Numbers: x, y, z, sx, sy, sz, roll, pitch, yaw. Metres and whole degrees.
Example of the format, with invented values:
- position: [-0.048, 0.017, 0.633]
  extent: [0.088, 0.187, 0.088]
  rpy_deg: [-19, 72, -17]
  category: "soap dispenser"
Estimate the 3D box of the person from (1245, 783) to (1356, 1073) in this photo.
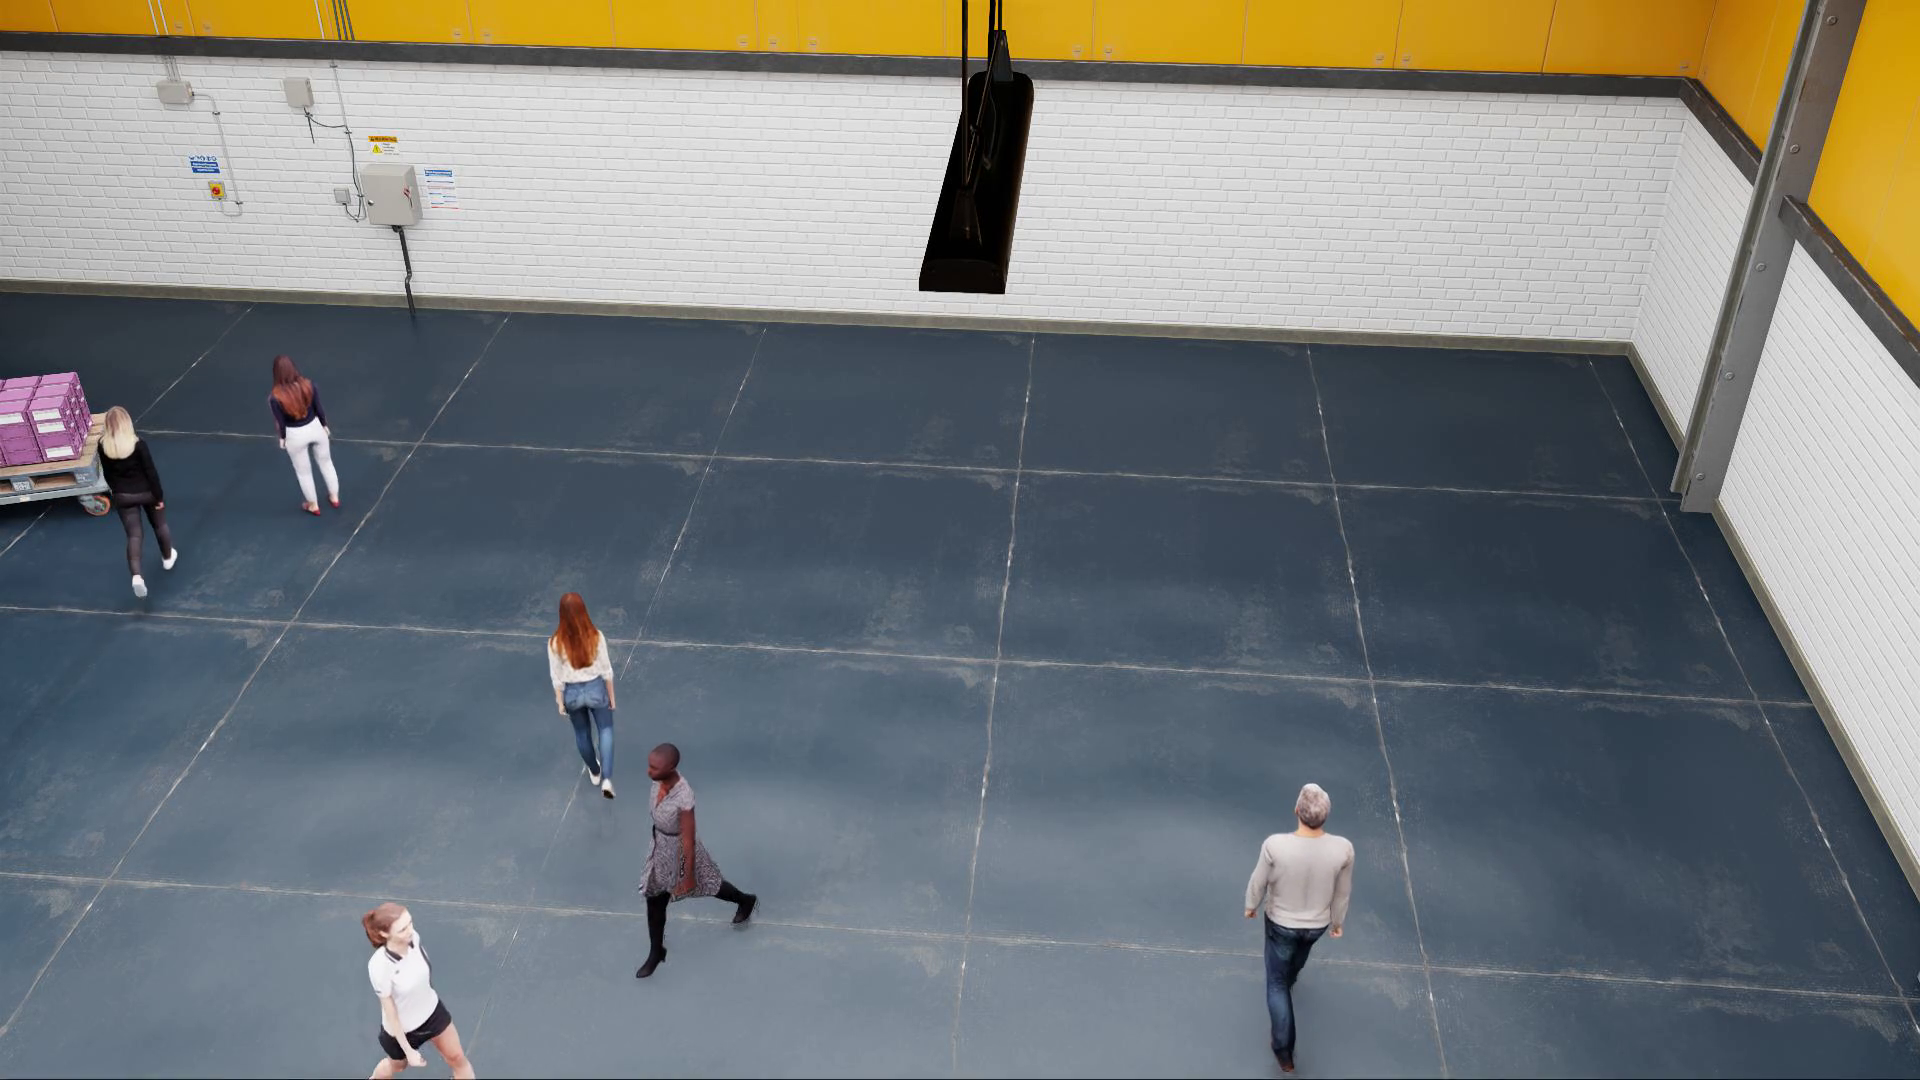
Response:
- position: [1.999, 2.307, 9.851]
  extent: [0.802, 1.870, 1.222]
  rpy_deg: [0, 34, 1]
  category: "person"

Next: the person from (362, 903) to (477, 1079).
- position: [-3.165, 2.713, 9.385]
  extent: [0.897, 1.710, 1.161]
  rpy_deg: [14, 36, 20]
  category: "person"

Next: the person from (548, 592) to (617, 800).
- position: [-2.645, 1.145, 11.741]
  extent: [0.760, 1.714, 0.962]
  rpy_deg: [-8, 34, -12]
  category: "person"

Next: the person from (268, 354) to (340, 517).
- position: [-5.919, -0.950, 14.989]
  extent: [0.693, 1.607, 0.753]
  rpy_deg: [-25, 41, -32]
  category: "person"

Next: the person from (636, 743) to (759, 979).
- position: [-1.677, 1.961, 10.482]
  extent: [1.191, 1.748, 1.131]
  rpy_deg: [-25, 41, -32]
  category: "person"

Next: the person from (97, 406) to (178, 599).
- position: [-6.942, -0.306, 13.973]
  extent: [0.782, 1.659, 1.135]
  rpy_deg: [-4, 34, -7]
  category: "person"
